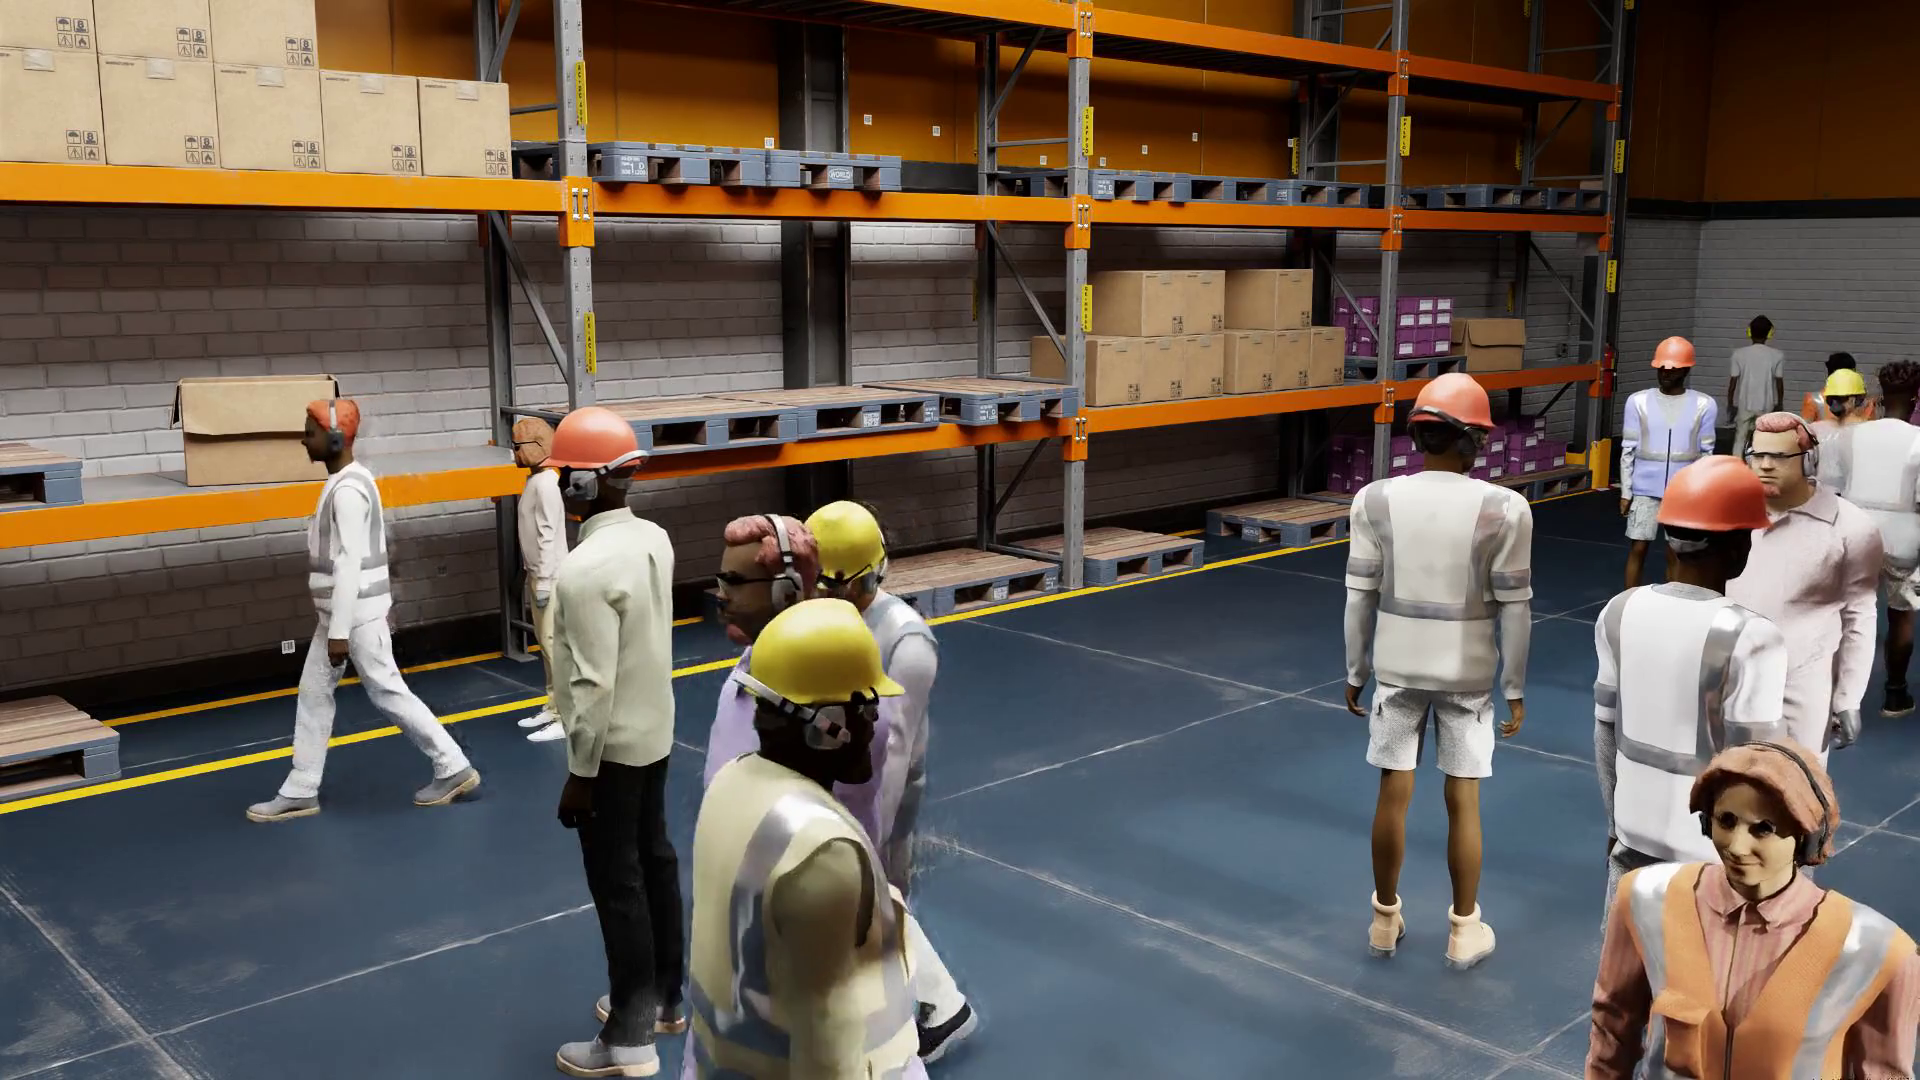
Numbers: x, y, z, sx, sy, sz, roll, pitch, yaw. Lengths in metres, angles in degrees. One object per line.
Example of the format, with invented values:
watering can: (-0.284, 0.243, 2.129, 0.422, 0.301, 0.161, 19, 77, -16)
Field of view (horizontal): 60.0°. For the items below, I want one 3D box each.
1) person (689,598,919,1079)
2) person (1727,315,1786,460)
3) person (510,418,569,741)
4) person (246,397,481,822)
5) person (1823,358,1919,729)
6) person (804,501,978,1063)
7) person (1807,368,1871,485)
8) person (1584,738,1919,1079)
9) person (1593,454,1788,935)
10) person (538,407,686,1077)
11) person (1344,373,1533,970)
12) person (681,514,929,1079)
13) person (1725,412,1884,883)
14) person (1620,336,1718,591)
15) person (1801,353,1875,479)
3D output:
person: (-0.272, 1.010, 3.070, 0.425, 1.814, 0.606, -4, 11, -24)
person: (7.855, -1.284, 16.408, 0.520, 1.855, 0.406, 5, 11, 26)
person: (-2.115, 0.193, 8.425, 0.279, 1.626, 0.499, -4, 10, -22)
person: (-2.582, 0.298, 7.192, 0.964, 1.844, 0.589, -4, 11, -23)
person: (4.709, 0.025, 8.592, 0.963, 1.919, 0.612, -9, 13, -42)
person: (-0.273, 0.742, 4.773, 0.592, 1.784, 0.771, 8, 12, 38)
person: (5.388, -0.170, 10.181, 0.390, 1.757, 0.530, -5, 11, -28)
person: (1.348, 1.141, 2.892, 0.528, 1.645, 0.381, 8, 12, 38)
person: (1.869, 0.748, 4.258, 0.352, 1.940, 0.545, -5, 11, -27)
person: (-1.042, 0.599, 4.966, 0.395, 1.992, 0.622, 2, 10, 11)
person: (1.638, 0.448, 5.728, 0.615, 2.035, 0.393, 5, 11, 25)
person: (-0.409, 0.863, 3.839, 1.003, 1.856, 0.640, -6, 11, -31)
person: (2.782, 0.506, 5.769, 0.652, 1.906, 0.403, 8, 12, 39)
person: (4.447, -0.313, 10.483, 0.547, 1.934, 0.376, 3, 10, 19)
person: (6.977, -0.665, 13.318, 0.560, 1.677, 0.642, 2, 10, 14)
